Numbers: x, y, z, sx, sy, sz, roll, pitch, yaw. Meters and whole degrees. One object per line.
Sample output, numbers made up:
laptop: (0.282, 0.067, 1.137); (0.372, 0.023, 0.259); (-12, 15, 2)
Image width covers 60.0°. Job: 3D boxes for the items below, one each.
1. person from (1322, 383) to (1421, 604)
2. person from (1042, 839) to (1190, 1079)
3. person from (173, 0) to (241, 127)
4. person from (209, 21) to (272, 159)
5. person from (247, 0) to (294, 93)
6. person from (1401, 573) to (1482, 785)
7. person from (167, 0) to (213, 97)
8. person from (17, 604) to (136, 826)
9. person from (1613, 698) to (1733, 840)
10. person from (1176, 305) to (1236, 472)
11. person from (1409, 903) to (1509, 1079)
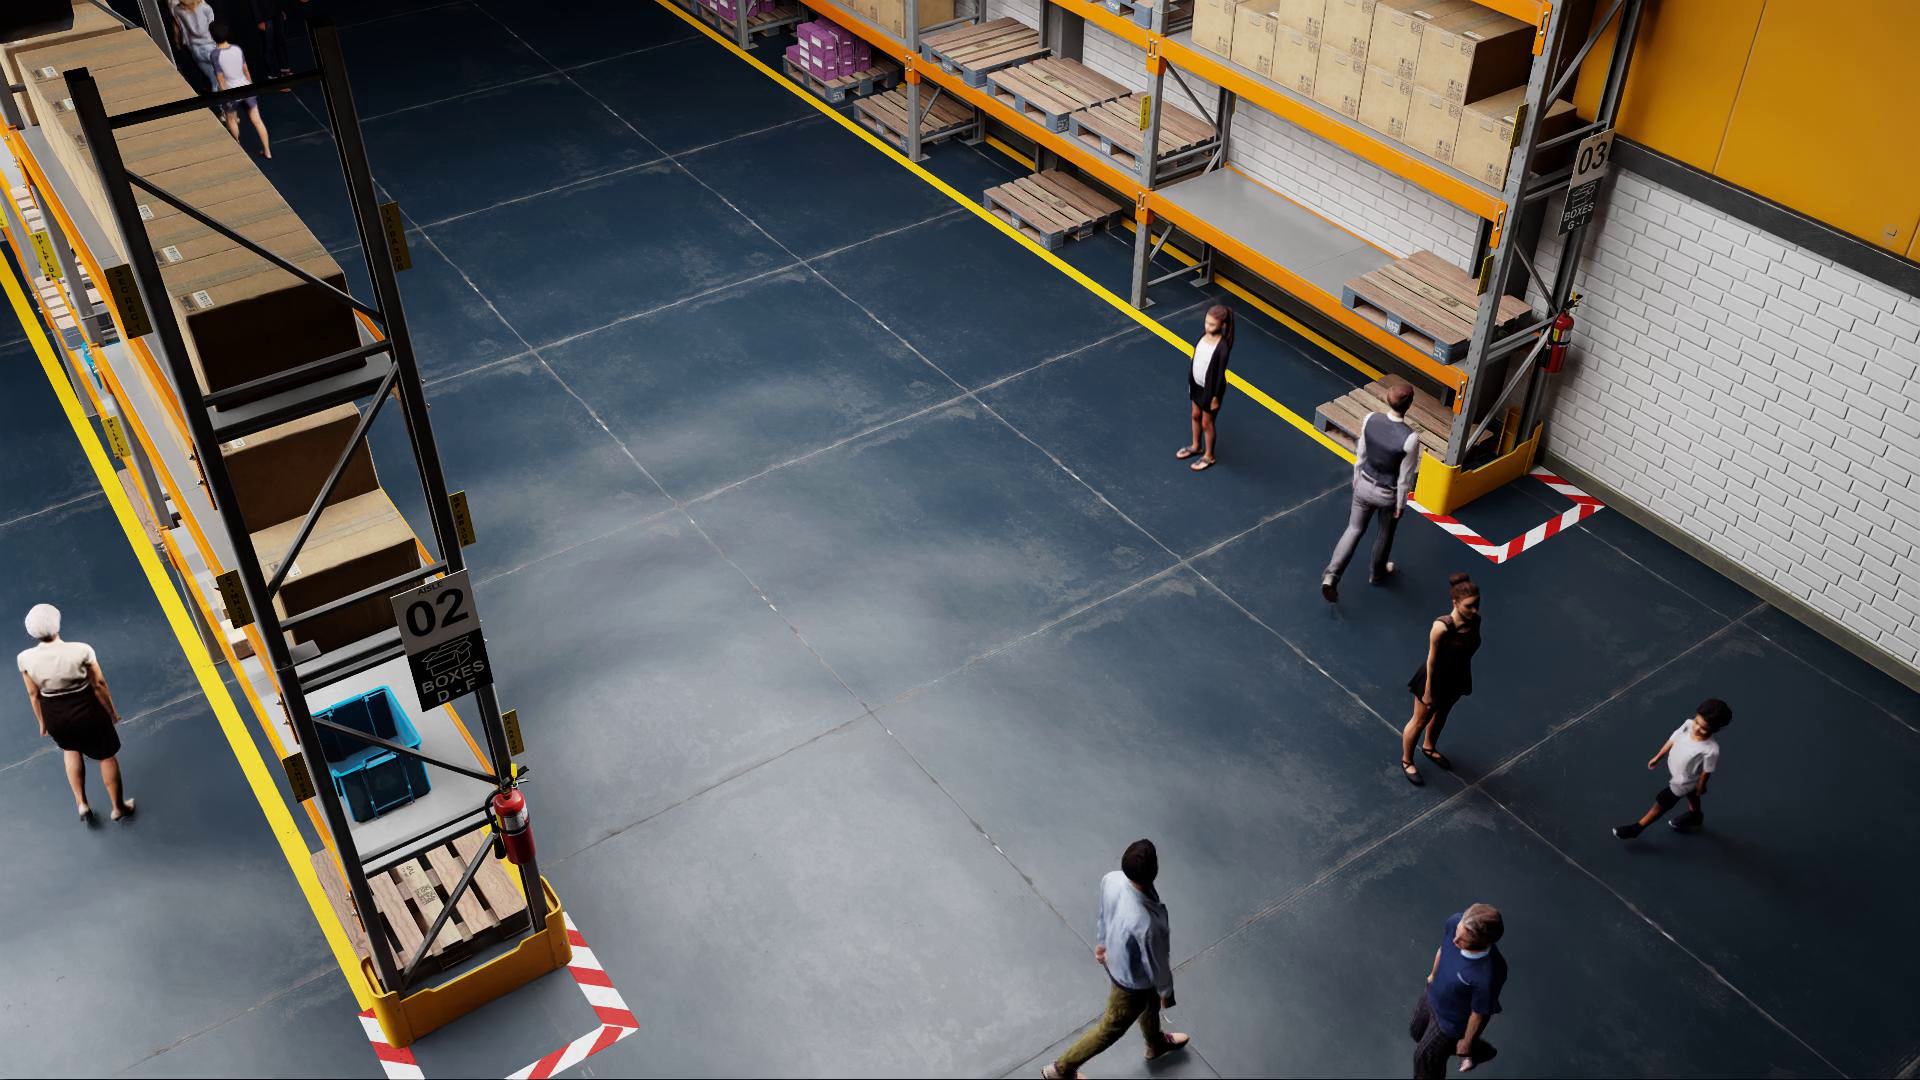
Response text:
person: (3.110, -0.333, 12.538); (0.858, 1.910, 1.112); (-32, 48, -33)
person: (0.862, 2.419, 9.202); (1.052, 1.773, 1.203); (-6, 39, -8)
person: (-8.726, -5.567, 19.201); (0.772, 1.774, 0.824); (3, 39, 4)
person: (-8.112, -5.026, 18.723); (0.936, 1.527, 0.713); (27, 46, 30)
person: (-8.421, -6.397, 20.205); (0.824, 1.818, 0.789); (10, 40, 13)
person: (3.250, 0.916, 11.164); (0.584, 1.673, 0.572); (-20, 43, -23)
person: (-9.025, -5.972, 19.773); (1.164, 1.692, 0.968); (17, 42, 20)
person: (-5.733, 1.182, 10.782); (0.747, 1.734, 0.783); (-10, 40, -12)
person: (4.786, 1.486, 10.816); (0.802, 1.216, 0.902); (-6, 39, -7)
person: (2.108, -1.314, 14.051); (0.617, 1.556, 0.540); (-17, 42, -21)
person: (2.750, 2.533, 9.004); (0.980, 1.841, 0.958); (-1, 39, -1)
